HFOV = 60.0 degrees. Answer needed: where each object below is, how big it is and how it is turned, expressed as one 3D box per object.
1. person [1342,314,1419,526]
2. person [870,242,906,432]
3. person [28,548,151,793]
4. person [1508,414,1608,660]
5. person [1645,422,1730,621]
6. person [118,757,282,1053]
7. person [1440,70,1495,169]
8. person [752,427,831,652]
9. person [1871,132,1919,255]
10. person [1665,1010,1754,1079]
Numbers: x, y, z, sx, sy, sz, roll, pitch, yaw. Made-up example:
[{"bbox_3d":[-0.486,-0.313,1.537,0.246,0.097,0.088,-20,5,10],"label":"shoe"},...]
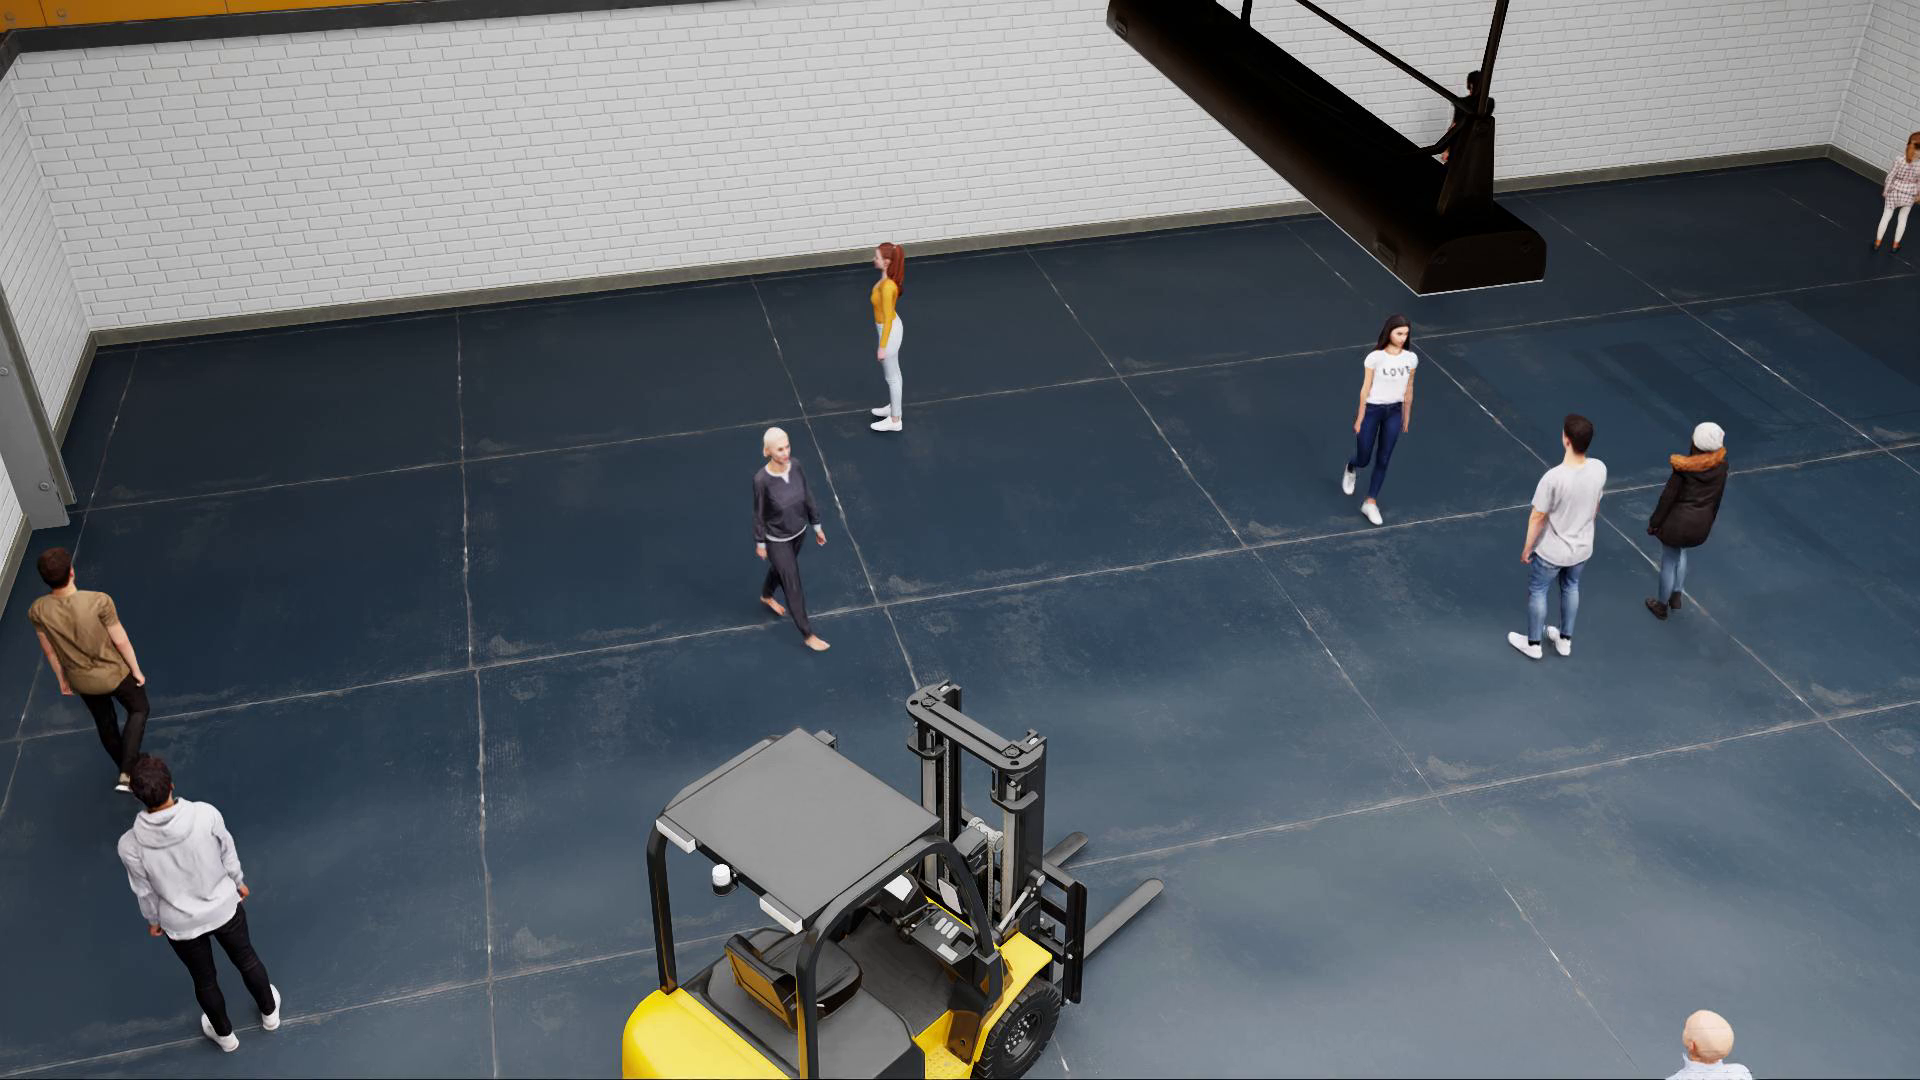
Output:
[{"bbox_3d":[3.312,-1.003,13.245,0.632,1.765,0.818,-6,34,-9],"label":"person"},{"bbox_3d":[-0.611,-1.771,14.412,0.712,1.751,0.597,1,34,2],"label":"person"},{"bbox_3d":[-5.369,0.887,10.330,0.726,1.844,0.901,-4,34,-6],"label":"person"},{"bbox_3d":[4.233,0.008,11.625,0.676,1.874,0.591,-9,35,-13],"label":"person"},{"bbox_3d":[5.275,-0.096,12.002,0.630,1.630,0.592,-7,34,-10],"label":"person"},{"bbox_3d":[-3.979,1.918,8.702,0.753,1.929,0.720,-22,39,-29],"label":"person"},{"bbox_3d":[5.502,-4.256,18.148,0.657,1.755,0.562,-7,34,-10],"label":"person"},{"bbox_3d":[-1.307,-0.082,11.928,1.169,1.687,0.998,27,42,34],"label":"person"},{"bbox_3d":[10.044,-3.710,17.727,0.605,1.310,0.657,16,37,22],"label":"person"},{"bbox_3d":[3.260,2.869,7.439,0.734,1.742,1.230,-5,34,-8],"label":"person"}]
